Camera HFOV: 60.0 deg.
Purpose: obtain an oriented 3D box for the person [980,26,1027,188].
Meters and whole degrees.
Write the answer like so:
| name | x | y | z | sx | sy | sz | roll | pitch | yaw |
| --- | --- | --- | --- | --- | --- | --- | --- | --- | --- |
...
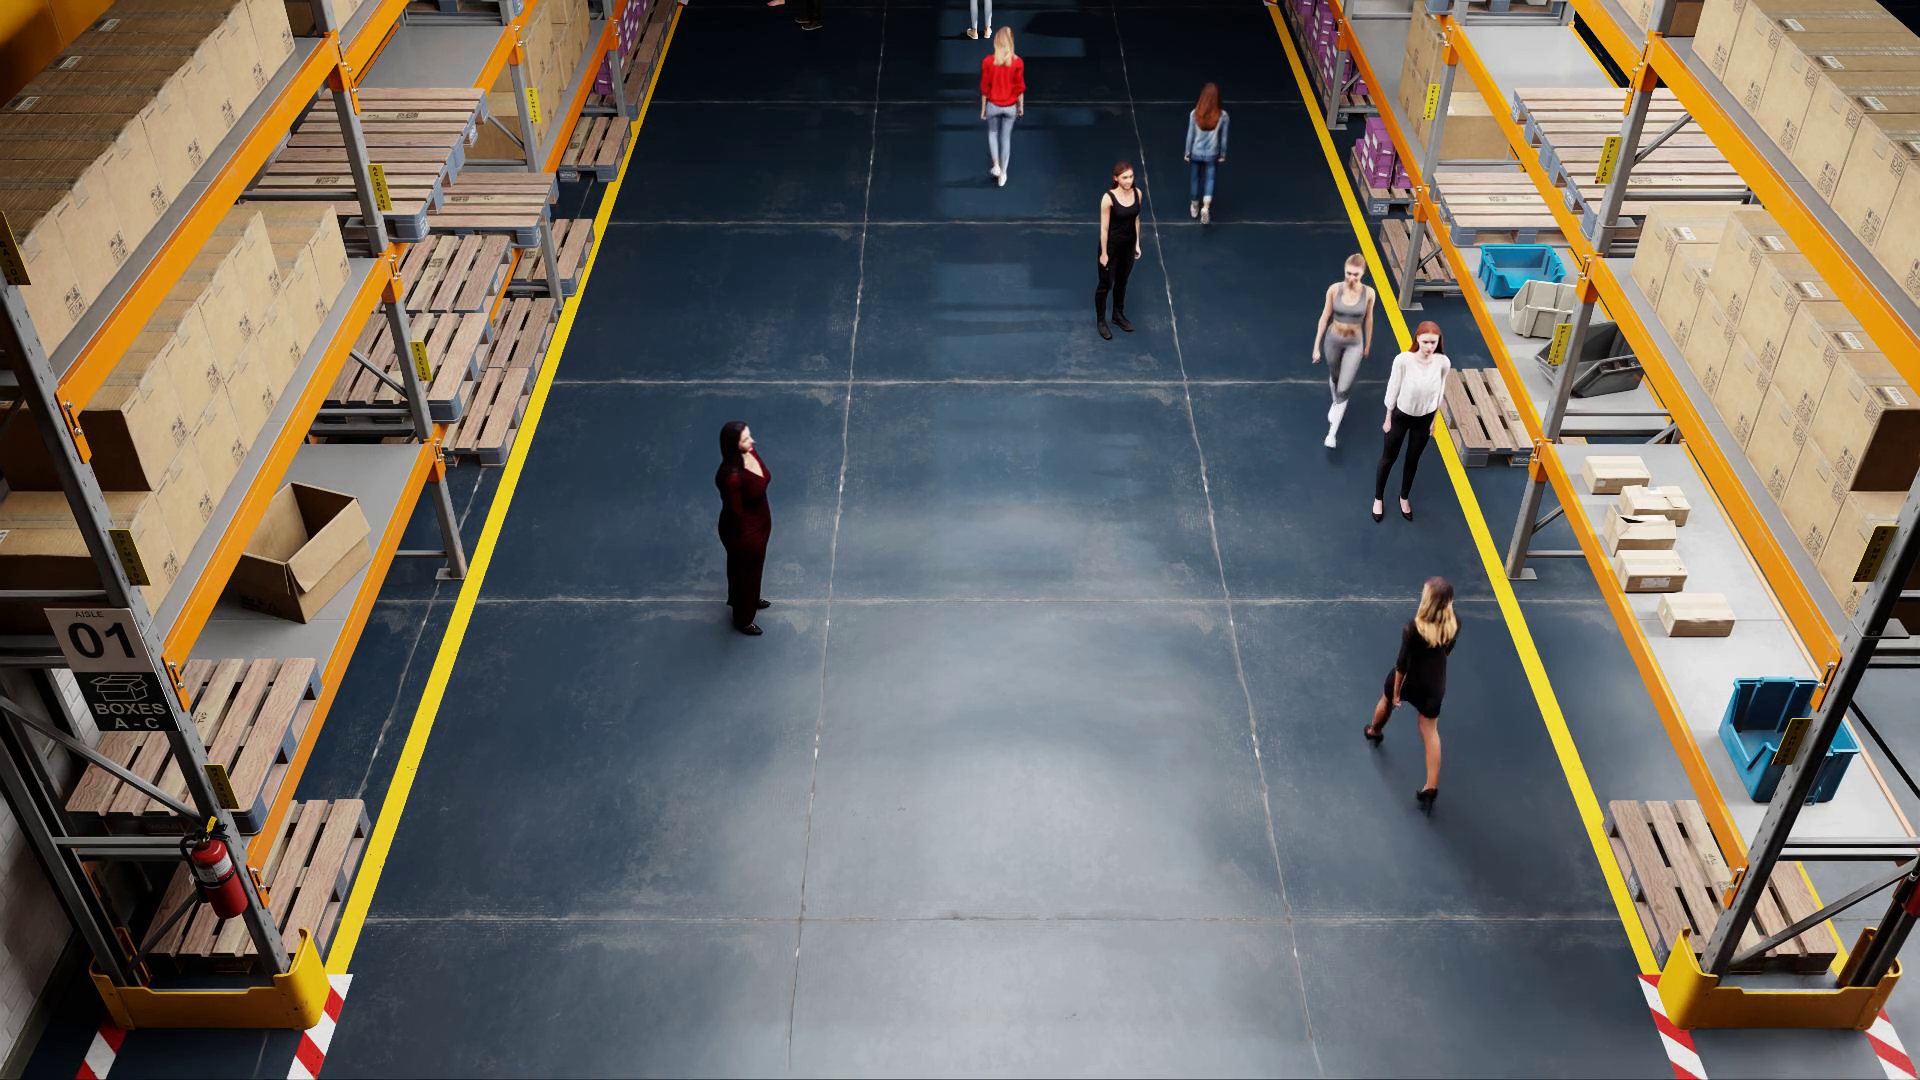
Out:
| name | x | y | z | sx | sy | sz | roll | pitch | yaw |
| --- | --- | --- | --- | --- | --- | --- | --- | --- | --- |
| person | 0.432 | -4.485 | 17.382 | 0.632 | 1.690 | 0.576 | 1 | 39 | 1 |

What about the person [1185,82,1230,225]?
| name | x | y | z | sx | sy | sz | roll | pitch | yaw |
| --- | --- | --- | --- | --- | --- | --- | --- | --- | --- |
| person | 2.472 | -3.875 | 16.800 | 0.622 | 1.463 | 0.805 | 4 | 39 | 5 |

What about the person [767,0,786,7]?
| name | x | y | z | sx | sy | sz | roll | pitch | yaw |
| --- | --- | --- | --- | --- | --- | --- | --- | --- | --- |
| person | -2.429 | -7.823 | 21.548 | 0.691 | 1.707 | 0.527 | -6 | 39 | -8 |

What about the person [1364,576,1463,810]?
| name | x | y | z | sx | sy | sz | roll | pitch | yaw |
| --- | --- | --- | --- | --- | --- | --- | --- | --- | --- |
| person | 2.965 | 0.983 | 10.581 | 0.732 | 1.632 | 1.112 | -8 | 39 | -10 |

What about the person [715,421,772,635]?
| name | x | y | z | sx | sy | sz | roll | pitch | yaw |
| --- | --- | --- | --- | --- | --- | --- | --- | --- | --- |
| person | -1.546 | -0.110 | 11.850 | 0.747 | 1.757 | 0.573 | 5 | 39 | 6 |

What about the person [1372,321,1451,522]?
| name | x | y | z | sx | sy | sz | roll | pitch | yaw |
| --- | --- | --- | --- | --- | --- | --- | --- | --- | --- |
| person | 3.481 | -0.919 | 12.861 | 0.590 | 1.760 | 0.500 | -1 | 39 | -1 |

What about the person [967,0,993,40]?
| name | x | y | z | sx | sy | sz | roll | pitch | yaw |
| --- | --- | --- | --- | --- | --- | --- | --- | --- | --- |
| person | 0.247 | -7.114 | 20.588 | 0.629 | 1.796 | 0.575 | -7 | 39 | -9 |

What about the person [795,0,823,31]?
| name | x | y | z | sx | sy | sz | roll | pitch | yaw |
| --- | --- | --- | --- | --- | --- | --- | --- | --- | --- |
| person | -1.906 | -7.318 | 20.866 | 0.764 | 1.769 | 0.595 | 12 | 40 | 15 |

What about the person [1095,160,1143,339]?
| name | x | y | z | sx | sy | sz | roll | pitch | yaw |
| --- | --- | --- | --- | --- | --- | --- | --- | --- | --- |
| person | 1.433 | -2.656 | 15.093 | 0.681 | 1.689 | 0.706 | -20 | 43 | -23 |

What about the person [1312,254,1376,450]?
| name | x | y | z | sx | sy | sz | roll | pitch | yaw |
| --- | --- | --- | --- | --- | --- | --- | --- | --- | --- |
| person | 3.204 | -1.647 | 13.850 | 0.836 | 1.663 | 1.141 | 13 | 40 | 15 |
